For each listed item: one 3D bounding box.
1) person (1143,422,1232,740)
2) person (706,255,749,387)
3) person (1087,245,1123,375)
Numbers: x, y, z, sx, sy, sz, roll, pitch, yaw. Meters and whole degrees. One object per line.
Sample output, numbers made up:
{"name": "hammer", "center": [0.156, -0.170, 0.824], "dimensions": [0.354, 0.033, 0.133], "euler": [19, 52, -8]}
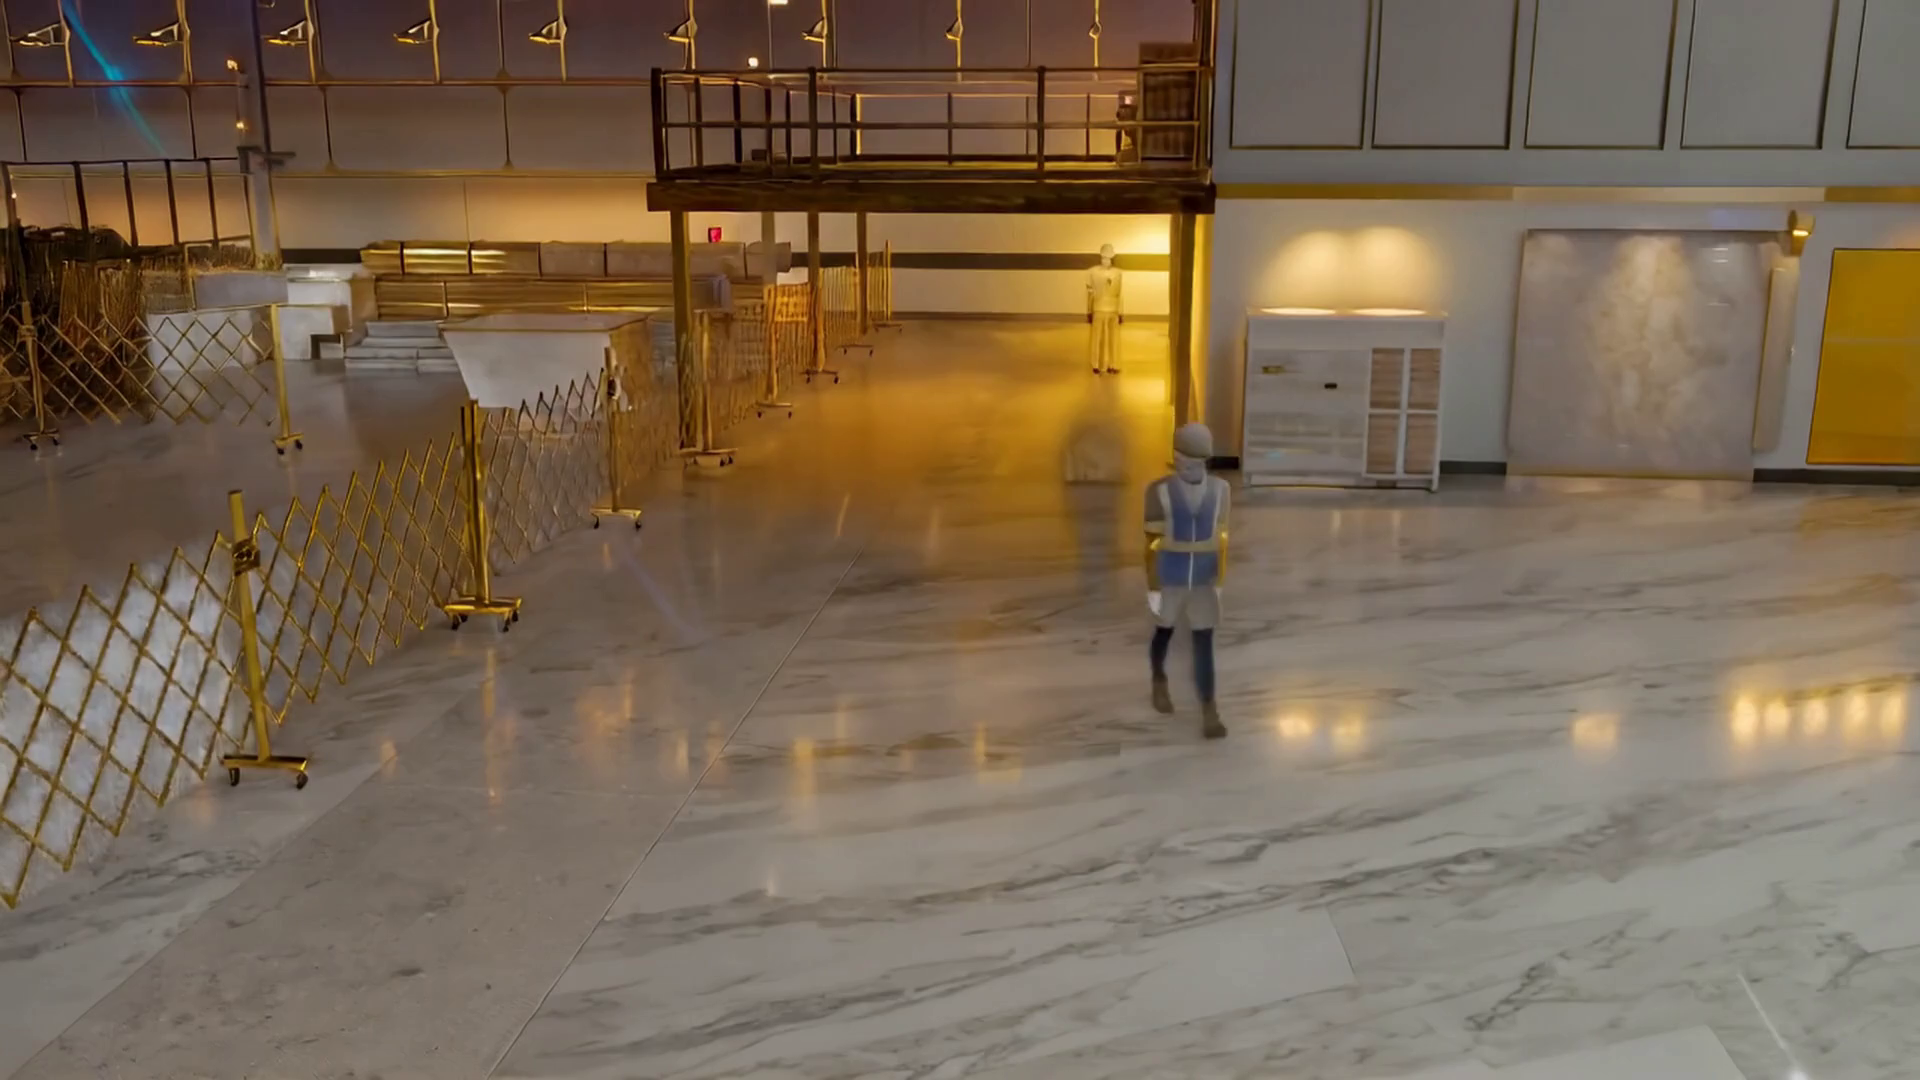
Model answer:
{"name": "person", "center": [1.364, 0.226, 9.947], "dimensions": [0.553, 1.879, 1.035], "euler": [-2, 14, -7]}
{"name": "person", "center": [-3.337, -3.094, 23.559], "dimensions": [0.439, 1.889, 0.575], "euler": [-8, 16, -28]}
{"name": "person", "center": [2.171, -3.419, 24.751], "dimensions": [0.595, 1.925, 0.371], "euler": [-7, 15, -25]}
